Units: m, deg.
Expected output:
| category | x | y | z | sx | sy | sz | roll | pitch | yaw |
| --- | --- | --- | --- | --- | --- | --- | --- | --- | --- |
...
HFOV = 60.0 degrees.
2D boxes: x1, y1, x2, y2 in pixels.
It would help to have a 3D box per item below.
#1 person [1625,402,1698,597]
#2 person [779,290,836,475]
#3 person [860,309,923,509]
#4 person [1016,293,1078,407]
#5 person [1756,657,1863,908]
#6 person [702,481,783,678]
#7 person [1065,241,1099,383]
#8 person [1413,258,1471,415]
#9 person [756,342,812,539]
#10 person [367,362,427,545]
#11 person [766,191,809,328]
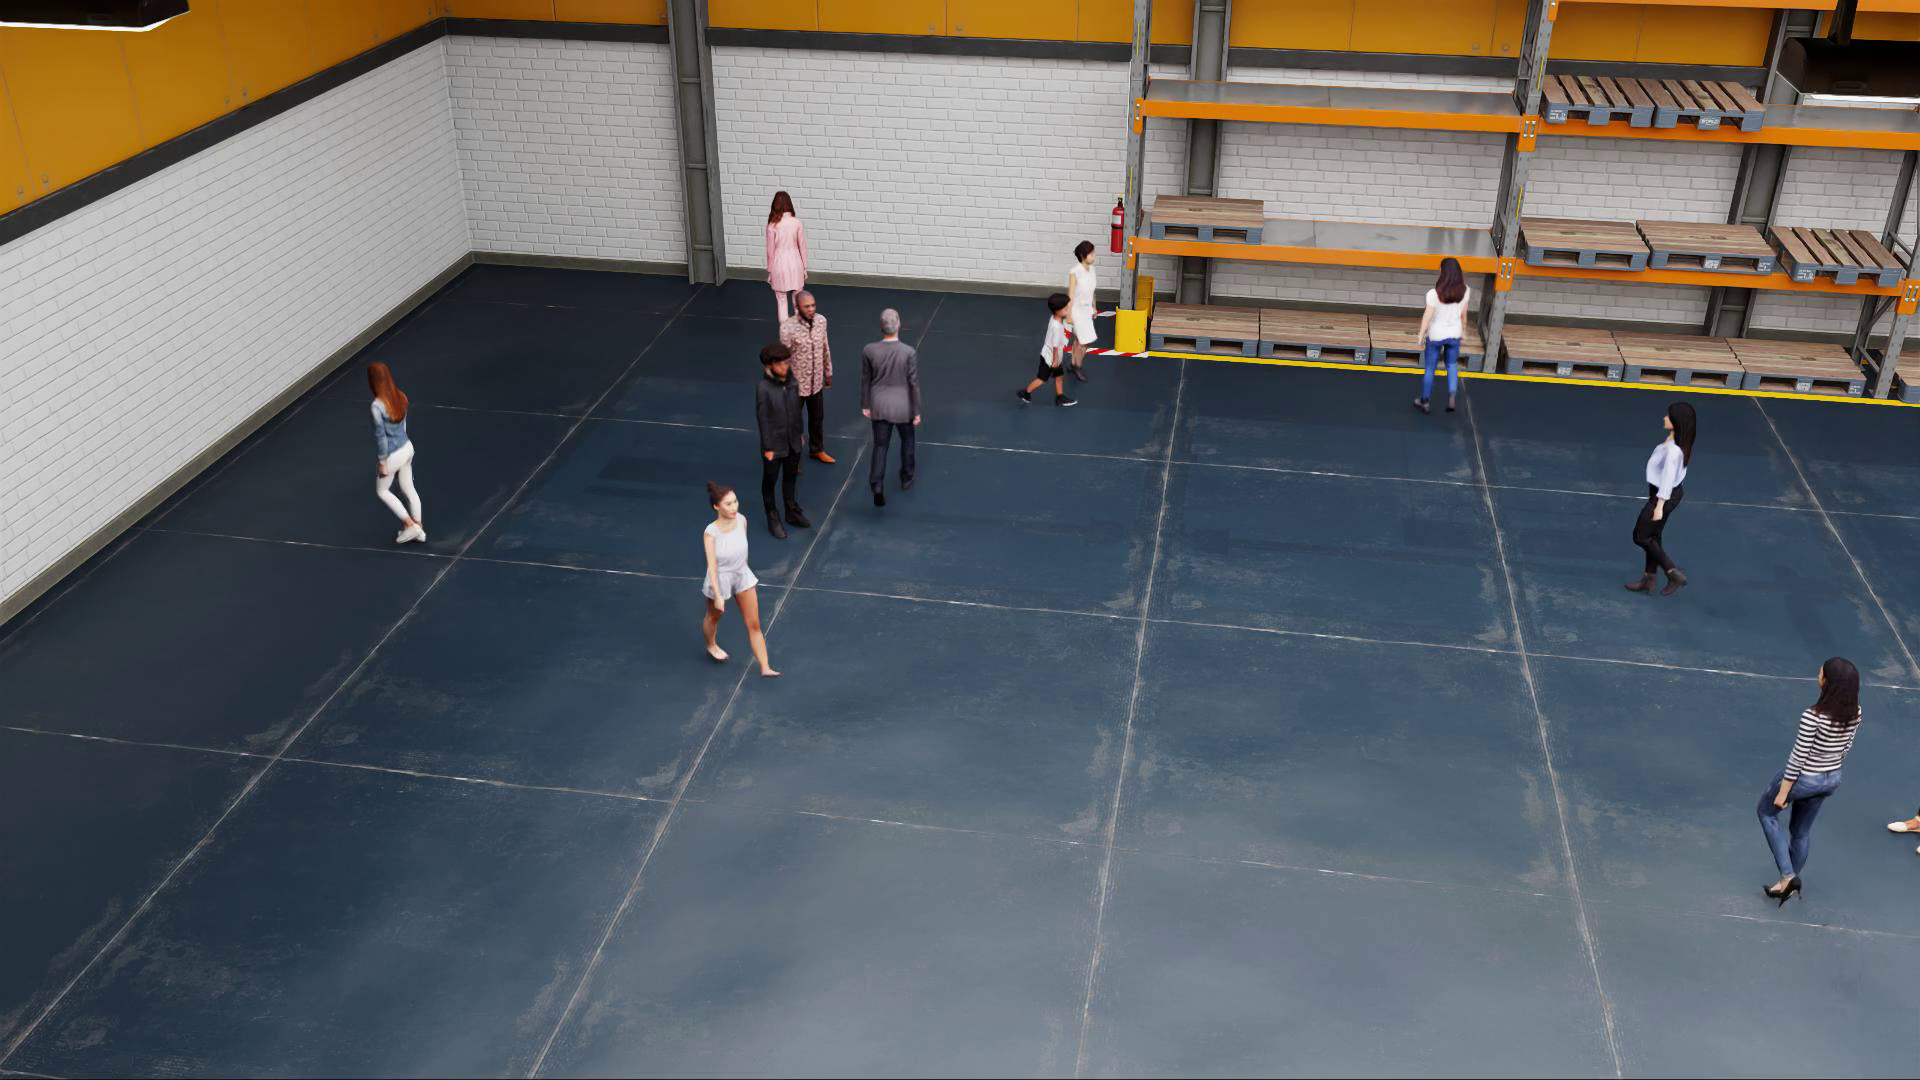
| category | x | y | z | sx | sy | sz | roll | pitch | yaw |
| --- | --- | --- | --- | --- | --- | --- | --- | --- | --- |
| person | 5.817 | -0.291 | 13.536 | 0.839 | 1.737 | 0.778 | 15 | 32 | 26 |
| person | -1.478 | -1.519 | 15.724 | 0.795 | 1.797 | 0.841 | -20 | 35 | -33 |
| person | -0.638 | -1.157 | 15.064 | 1.067 | 1.795 | 0.809 | 4 | 29 | 8 |
| person | 0.885 | -1.920 | 17.050 | 0.884 | 1.232 | 0.586 | -2 | 29 | -3 |
| person | 5.209 | 1.553 | 10.114 | 0.713 | 1.777 | 0.795 | -8 | 30 | -14 |
| person | -1.809 | 0.302 | 12.636 | 0.976 | 1.558 | 1.128 | -25 | 37 | -37 |
| person | 1.220 | -2.435 | 17.673 | 0.730 | 1.540 | 0.672 | 19 | 34 | 30 |
| person | 4.892 | -2.001 | 16.733 | 0.800 | 1.678 | 0.839 | -5 | 29 | -8 |
| person | -1.579 | -0.906 | 14.621 | 0.727 | 1.778 | 0.765 | -24 | 37 | -37 |
| person | -4.802 | -0.719 | 14.368 | 0.606 | 1.692 | 0.651 | 7 | 29 | 13 |
| person | -1.914 | -2.958 | 18.358 | 0.632 | 1.801 | 0.755 | -10 | 30 | -18 |
